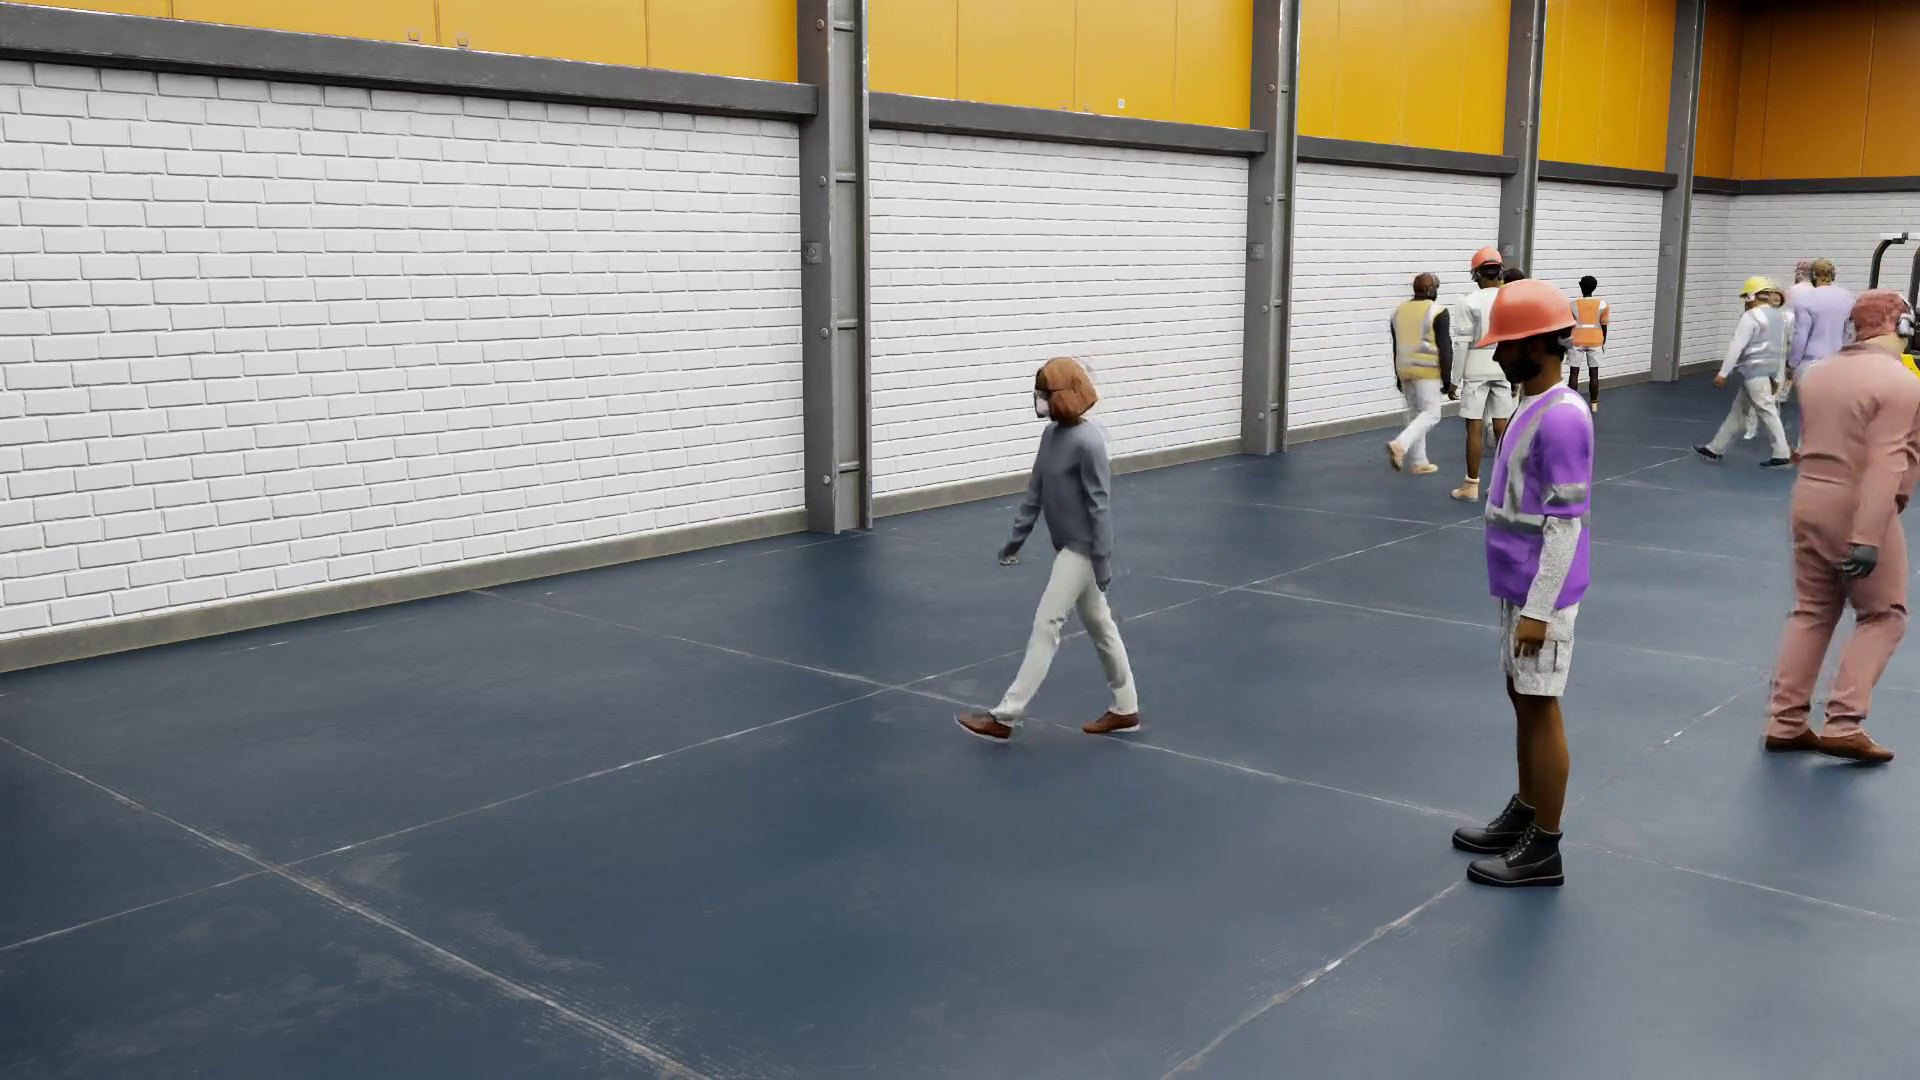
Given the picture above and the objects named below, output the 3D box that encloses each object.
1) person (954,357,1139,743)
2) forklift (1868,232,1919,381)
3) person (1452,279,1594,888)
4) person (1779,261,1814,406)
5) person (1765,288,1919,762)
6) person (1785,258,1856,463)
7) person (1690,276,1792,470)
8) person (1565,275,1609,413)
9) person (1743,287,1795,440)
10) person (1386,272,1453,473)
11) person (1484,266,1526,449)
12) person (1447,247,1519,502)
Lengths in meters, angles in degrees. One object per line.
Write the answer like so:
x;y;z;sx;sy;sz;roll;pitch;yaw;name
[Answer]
0.378;0.055;6.784;0.864;1.584;0.497;-2;10;-13;person
9.955;-1.972;16.595;2.313;2.155;1.214;1;10;8;forklift
1.798;0.145;5.299;0.374;1.928;0.542;2;10;10;person
10.688;-2.599;21.097;0.642;1.872;0.910;-7;12;-36;person
3.506;-0.057;6.614;0.538;1.870;0.664;-2;10;-10;person
8.051;-1.668;15.615;0.627;1.933;0.375;-2;10;-13;person
7.321;-1.544;15.395;0.973;1.761;0.603;10;14;44;person
7.725;-2.414;20.547;0.532;1.694;0.320;3;10;15;person
8.510;-1.856;17.549;0.544;1.624;0.382;8;13;39;person
4.053;-1.468;14.817;0.685;1.820;0.636;-6;12;-31;person
5.404;-1.766;16.396;0.526;1.855;0.524;5;11;27;person
4.198;-1.317;13.326;0.605;2.033;0.396;-2;10;-10;person
